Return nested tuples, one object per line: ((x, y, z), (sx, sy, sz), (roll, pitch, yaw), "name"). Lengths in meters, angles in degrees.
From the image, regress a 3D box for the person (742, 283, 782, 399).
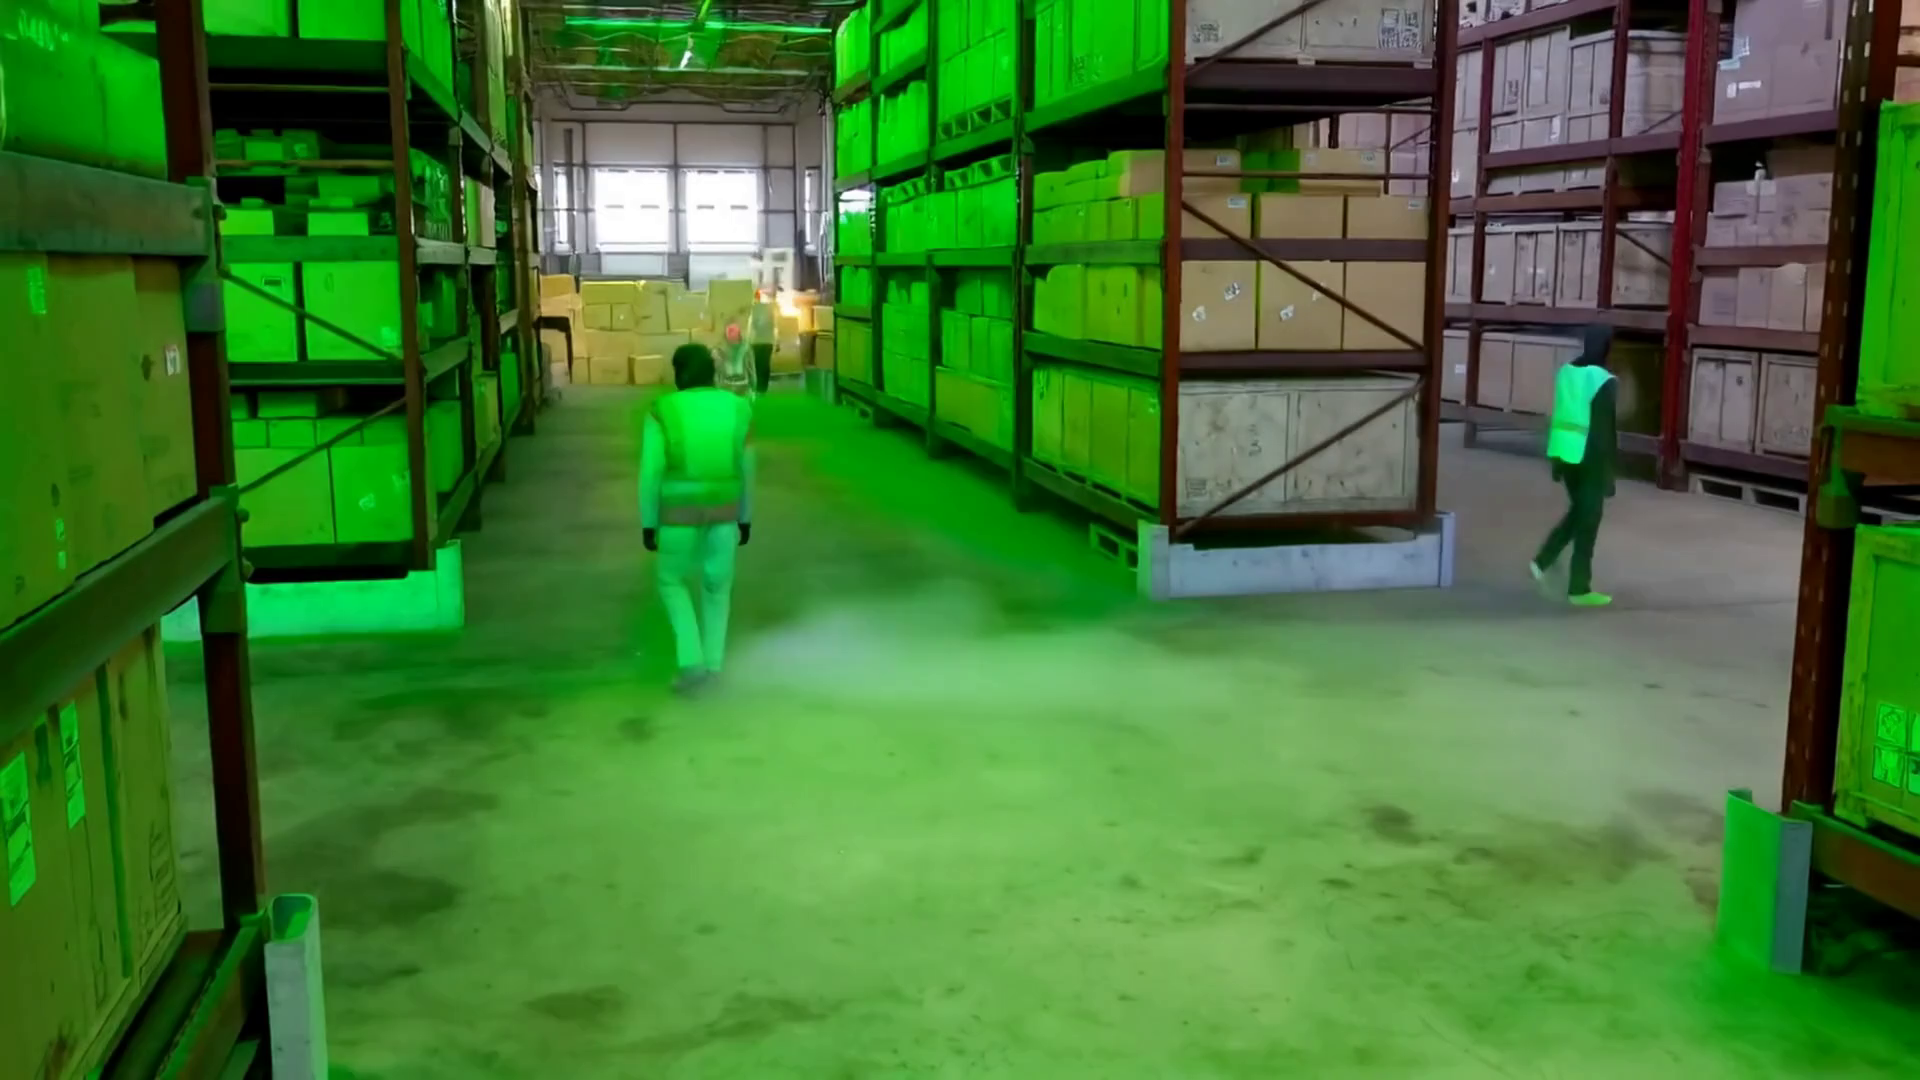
((-3.358, -3.377, 28.228), (0.691, 1.949, 0.636), (-1, 9, -4), "person")

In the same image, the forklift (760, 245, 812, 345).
((-5.040, -6.785, 46.180), (1.129, 2.768, 1.873), (5, 11, 29), "forklift")

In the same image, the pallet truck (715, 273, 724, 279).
((-8.580, -8.986, 62.280), (1.885, 1.965, 0.823), (1, 9, 5), "pallet truck")

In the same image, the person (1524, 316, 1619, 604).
((4.052, -0.509, 10.883), (0.487, 1.906, 0.620), (-2, 10, -12), "person")

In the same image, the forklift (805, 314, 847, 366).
((-1.809, -4.163, 30.199), (1.873, 2.768, 1.129), (-7, 12, -36), "forklift")

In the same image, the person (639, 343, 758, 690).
((-1.369, -0.113, 8.714), (0.636, 1.830, 0.452), (-5, 11, -28), "person")

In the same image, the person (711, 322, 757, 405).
((-2.555, -1.651, 18.805), (0.522, 1.592, 0.877), (-1, 9, -9), "person")
